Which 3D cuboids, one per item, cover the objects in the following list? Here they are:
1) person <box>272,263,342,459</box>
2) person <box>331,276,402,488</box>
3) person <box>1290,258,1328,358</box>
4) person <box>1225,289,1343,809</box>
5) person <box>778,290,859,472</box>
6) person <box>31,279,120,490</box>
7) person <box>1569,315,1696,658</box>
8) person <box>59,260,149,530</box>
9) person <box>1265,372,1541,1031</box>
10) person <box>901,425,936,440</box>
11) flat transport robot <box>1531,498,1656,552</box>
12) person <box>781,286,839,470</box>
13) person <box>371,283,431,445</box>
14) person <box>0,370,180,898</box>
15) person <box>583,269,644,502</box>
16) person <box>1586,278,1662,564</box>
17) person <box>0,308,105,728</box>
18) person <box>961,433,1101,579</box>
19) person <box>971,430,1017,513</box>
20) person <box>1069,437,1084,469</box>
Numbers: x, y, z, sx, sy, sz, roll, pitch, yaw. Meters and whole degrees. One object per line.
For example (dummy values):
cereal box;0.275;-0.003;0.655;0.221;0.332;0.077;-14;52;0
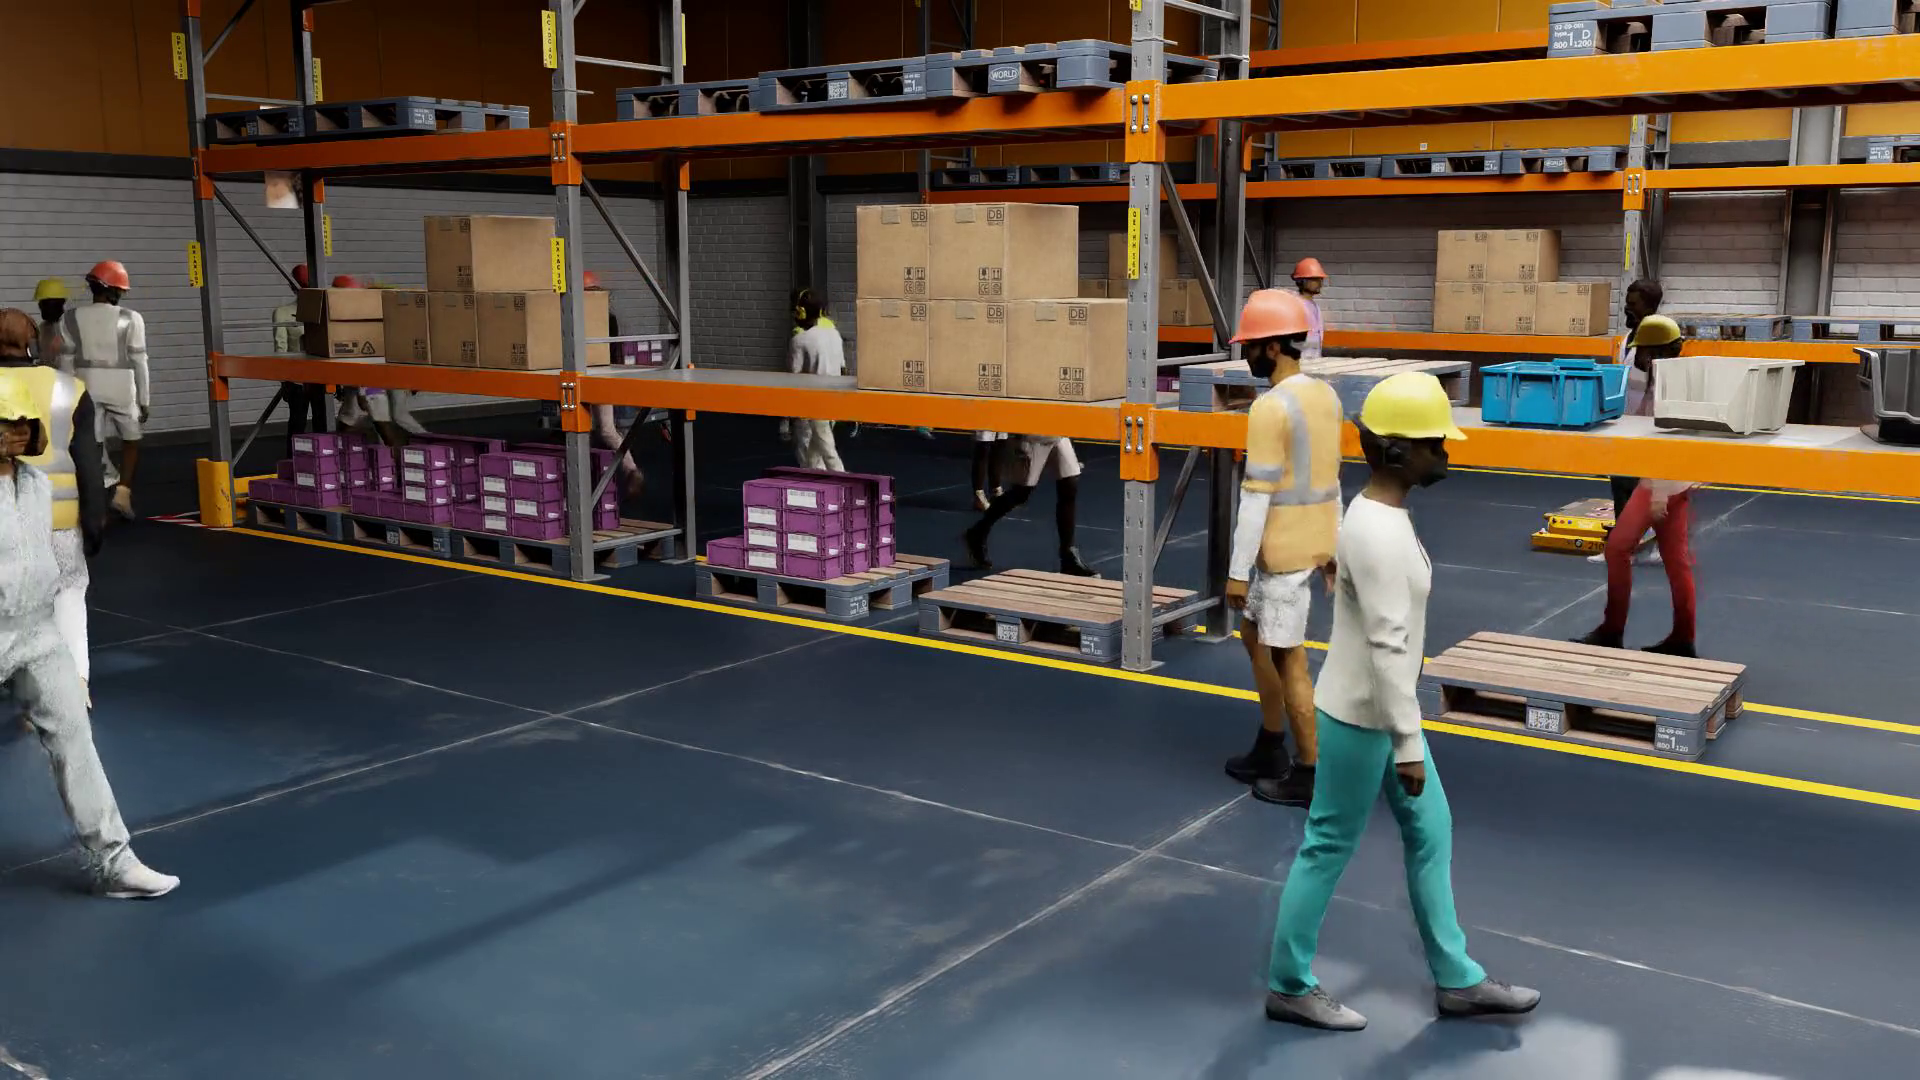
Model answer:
person;-5.702;-1.412;14.582;0.375;1.995;0.611;7;12;35
person;-5.266;-1.327;14.392;0.962;1.880;0.558;1;10;5
person;3.164;-1.549;15.246;0.364;2.048;0.608;7;12;35
person;1.136;0.039;6.172;0.651;1.912;0.571;7;12;35
person;-1.091;-0.924;12.227;1.026;1.802;0.540;7;12;35
person;-7.699;-1.305;14.320;0.607;1.875;1.008;6;11;32
person;3.480;-0.273;8.522;0.717;1.737;0.557;7;12;35
person;-6.449;-1.082;12.531;0.674;2.020;0.420;-2;10;-13
person;1.179;0.446;4.255;0.805;1.733;0.554;3;10;17
person;-0.494;-2.056;18.942;0.577;1.829;0.675;-9;13;-42
flat transport robot;4.663;-0.116;11.991;0.652;0.197;1.431;7;12;35
person;-1.240;-1.073;13.071;0.633;1.820;0.662;4;10;22
person;-5.530;-1.599;16.251;0.609;1.809;0.638;4;10;23
person;-2.973;0.314;5.199;0.925;1.690;0.496;2;10;14
person;-3.053;-1.285;13.937;0.908;1.969;0.621;8;13;40
person;4.485;-0.764;10.975;0.478;1.906;0.620;0;10;-1
person;-4.056;-0.086;7.217;0.624;1.824;0.448;-5;11;-28
person;0.455;-0.717;10.653;0.923;1.935;0.606;7;12;36
person;0.270;-1.068;13.423;0.318;1.697;0.534;7;12;35
person;0.931;-1.608;16.242;0.615;1.832;0.511;9;13;42
